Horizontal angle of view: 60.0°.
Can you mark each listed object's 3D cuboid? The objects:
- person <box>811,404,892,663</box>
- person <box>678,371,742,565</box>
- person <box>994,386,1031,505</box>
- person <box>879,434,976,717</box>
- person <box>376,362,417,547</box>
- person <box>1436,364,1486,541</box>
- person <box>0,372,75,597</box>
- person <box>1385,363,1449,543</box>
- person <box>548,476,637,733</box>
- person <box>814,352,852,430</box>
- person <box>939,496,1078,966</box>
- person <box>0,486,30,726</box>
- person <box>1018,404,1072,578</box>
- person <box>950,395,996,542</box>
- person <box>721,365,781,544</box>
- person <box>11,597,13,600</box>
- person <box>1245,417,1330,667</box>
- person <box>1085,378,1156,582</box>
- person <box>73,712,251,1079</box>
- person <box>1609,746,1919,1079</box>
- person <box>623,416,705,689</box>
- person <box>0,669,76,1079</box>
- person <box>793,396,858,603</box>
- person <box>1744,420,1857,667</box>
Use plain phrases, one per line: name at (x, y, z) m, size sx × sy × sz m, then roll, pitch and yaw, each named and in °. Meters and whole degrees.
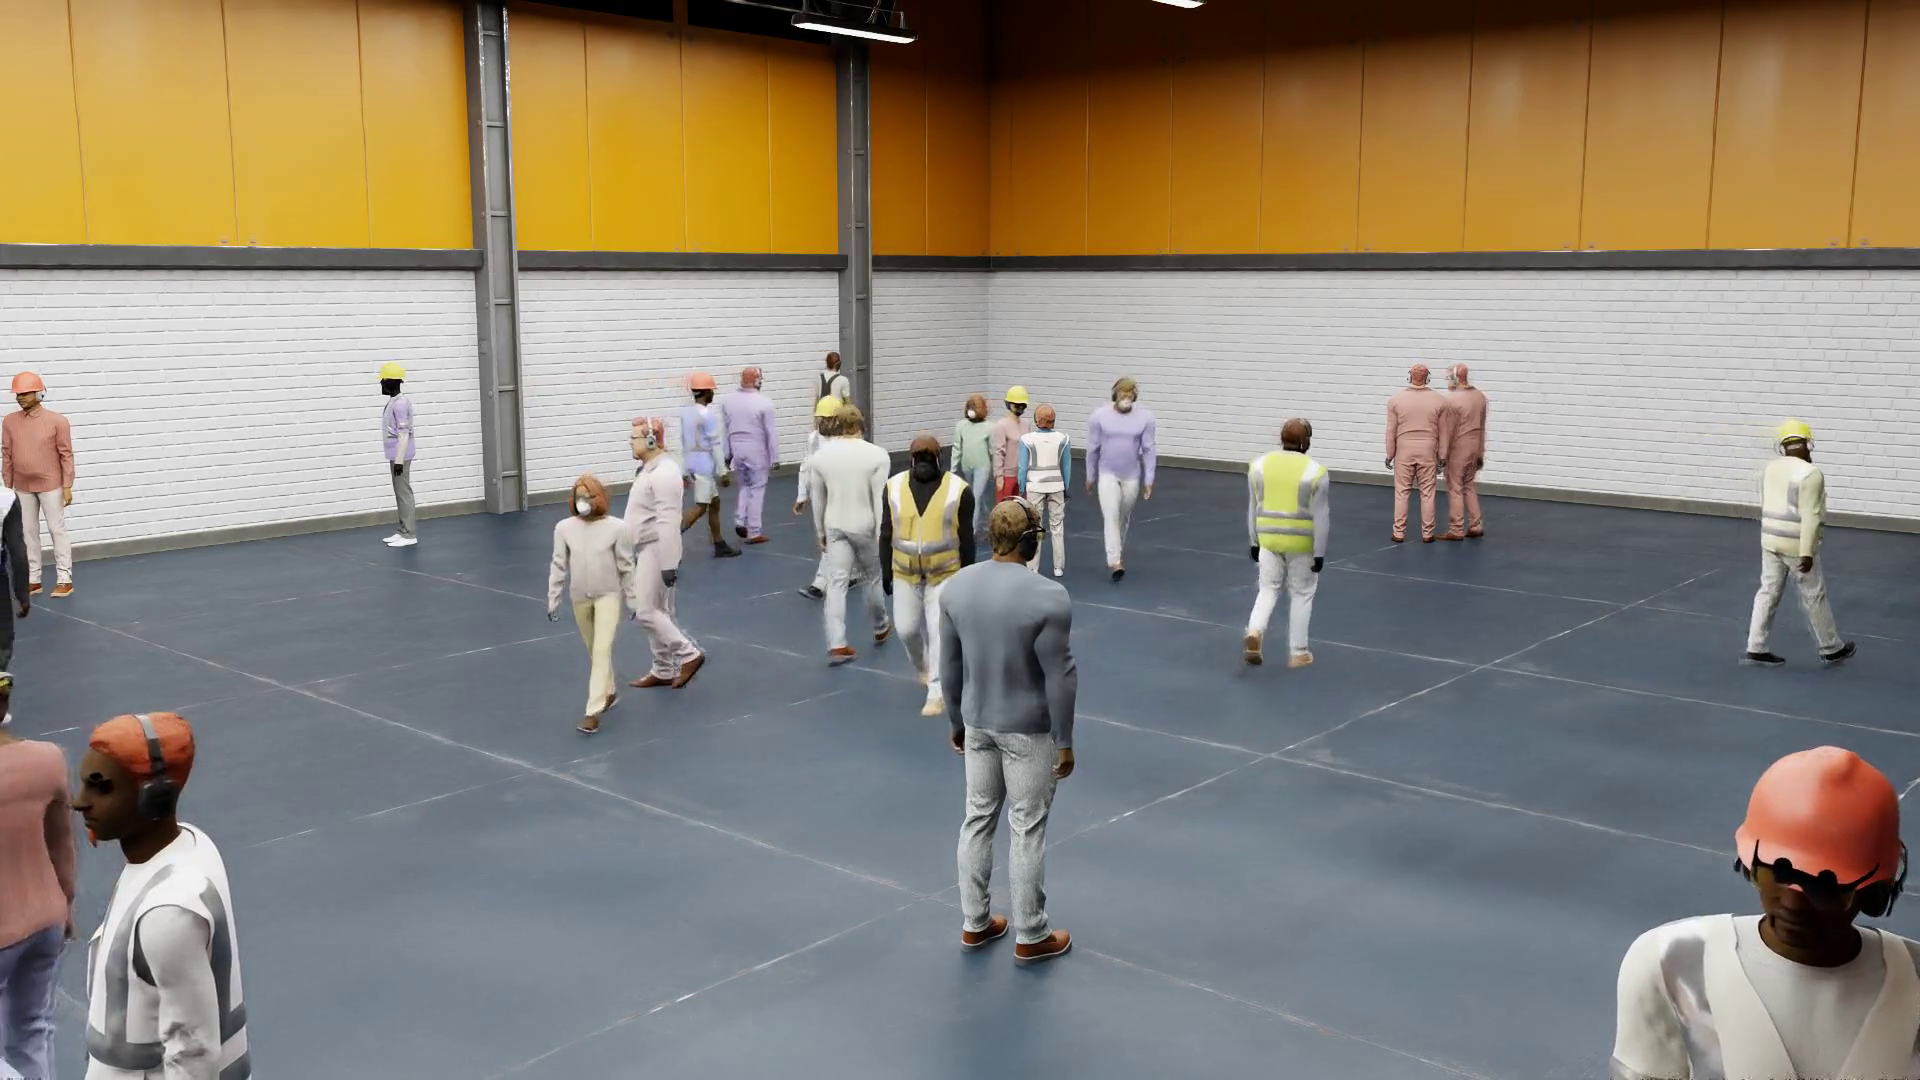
person at (-0.797, -0.069, 12.398) m, size 0.646 × 1.874 × 1.058 m, roll 3°, pitch 9°, yaw 16°
person at (-2.597, -0.714, 16.400) m, size 0.931 × 1.904 × 0.546 m, roll -6°, pitch 11°, yaw -34°
person at (0.534, -0.622, 16.231) m, size 0.326 × 1.765 × 0.530 m, roll 7°, pitch 12°, yaw 38°
person at (-0.199, 0.200, 10.881) m, size 0.643 × 1.831 × 0.631 m, roll 2°, pitch 9°, yaw 11°
person at (-5.894, -0.896, 17.429) m, size 0.356 × 1.930 × 0.587 m, roll -4°, pitch 10°, yaw -25°
person at (5.348, -0.924, 17.771) m, size 0.707 × 1.886 × 0.439 m, roll -8°, pitch 12°, yaw -41°
person at (-8.121, -0.484, 14.641) m, size 0.622 × 1.994 × 0.381 m, roll 0°, pitch 9°, yaw 1°
person at (4.826, -0.912, 17.606) m, size 0.651 × 1.907 × 0.409 m, roll 2°, pitch 9°, yaw 9°
person at (-2.322, 0.380, 10.495) m, size 0.527 × 1.582 × 0.882 m, roll 1°, pitch 9°, yaw 9°
person at (-1.662, -1.639, 22.521) m, size 0.524 × 1.790 × 0.936 m, roll 5°, pitch 10°, yaw 30°
person at (0.204, 0.781, 6.875) m, size 0.636 × 1.938 × 0.354 m, roll 6°, pitch 11°, yaw 35°
person at (-5.966, 0.297, 10.069) m, size 0.593 × 1.896 × 0.821 m, roll -2°, pitch 9°, yaw -11°
person at (0.791, -0.449, 15.533) m, size 0.522 × 1.640 × 0.306 m, roll -2°, pitch 9°, yaw -12°
person at (0.173, -0.726, 17.445) m, size 0.497 × 1.594 × 0.870 m, roll 6°, pitch 11°, yaw 32°
person at (-2.175, -0.898, 17.567) m, size 0.670 × 1.889 × 0.447 m, roll 5°, pitch 10°, yaw 28°
person at (-8.570, -0.229, 14.240) m, size 0.586 × 1.613 × 0.538 m, roll -7°, pitch 11°, yaw -37°
person at (2.322, 0.037, 11.887) m, size 0.631 × 1.828 × 0.666 m, roll 6°, pitch 11°, yaw 33°
person at (1.505, -0.567, 15.530) m, size 0.637 × 1.870 × 1.062 m, roll -1°, pitch 9°, yaw -4°
person at (-1.778, 1.306, 3.752) m, size 0.344 × 1.881 × 0.585 m, roll -4°, pitch 10°, yaw -26°
person at (1.471, 1.351, 2.978) m, size 0.610 × 2.040 × 0.394 m, roll 2°, pitch 9°, yaw 14°
person at (-2.072, 0.104, 11.296) m, size 0.444 × 1.893 × 0.650 m, roll -2°, pitch 9°, yaw -15°
person at (-2.824, 1.180, 4.965) m, size 0.536 × 1.742 × 0.549 m, roll 3°, pitch 10°, yaw 18°
person at (-1.156, -0.368, 14.566) m, size 0.589 × 1.782 × 0.942 m, roll 6°, pitch 11°, yaw 35°
person at (6.106, 0.033, 12.055) m, size 0.866 × 1.782 × 0.612 m, roll -2°, pitch 9°, yaw -13°
